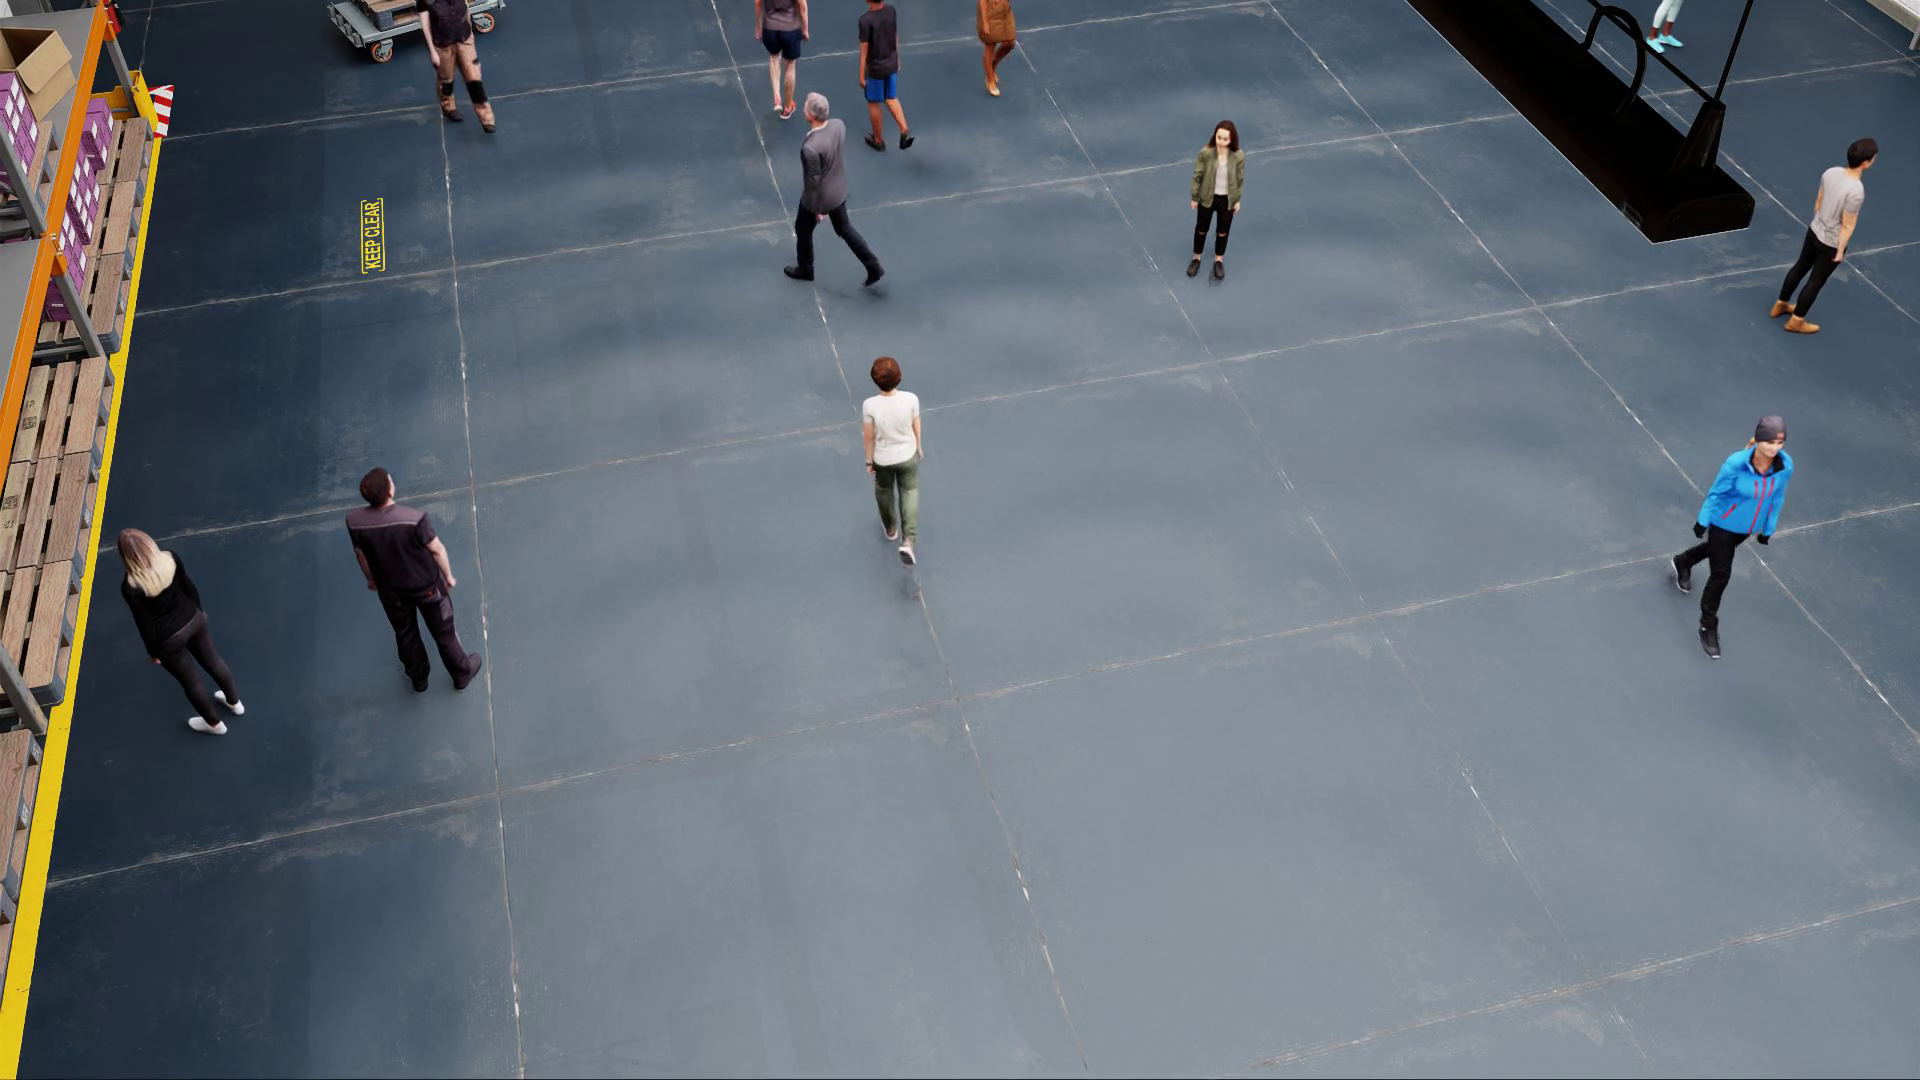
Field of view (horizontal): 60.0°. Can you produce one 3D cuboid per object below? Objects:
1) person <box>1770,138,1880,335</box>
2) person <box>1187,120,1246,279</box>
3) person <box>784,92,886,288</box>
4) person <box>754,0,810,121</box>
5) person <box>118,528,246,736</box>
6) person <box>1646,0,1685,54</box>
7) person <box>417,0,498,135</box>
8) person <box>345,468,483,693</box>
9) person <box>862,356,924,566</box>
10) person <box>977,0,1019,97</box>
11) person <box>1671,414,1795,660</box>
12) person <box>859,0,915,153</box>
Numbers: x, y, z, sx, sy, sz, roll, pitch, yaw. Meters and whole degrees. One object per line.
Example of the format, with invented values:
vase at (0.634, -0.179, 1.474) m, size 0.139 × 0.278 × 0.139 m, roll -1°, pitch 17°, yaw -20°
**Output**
person at (7.050, -2.487, 13.532) m, size 0.682 × 1.719 × 0.495 m, roll -6°, pitch 44°, yaw -6°
person at (2.188, -2.905, 14.148) m, size 0.646 × 1.475 × 0.616 m, roll 5°, pitch 44°, yaw 5°
person at (-1.060, -2.872, 13.877) m, size 1.264 × 1.801 × 1.184 m, roll 23°, pitch 48°, yaw 23°
person at (-1.736, -4.863, 15.936) m, size 0.807 × 1.844 × 0.829 m, roll 7°, pitch 44°, yaw 7°
person at (-4.864, 0.575, 10.343) m, size 0.755 × 1.685 × 0.677 m, roll 18°, pitch 47°, yaw 18°
person at (7.443, -5.869, 17.079) m, size 0.639 × 1.724 × 0.652 m, roll -30°, pitch 51°, yaw -28°
person at (-4.900, -4.794, 15.901) m, size 0.959 × 1.793 × 1.224 m, roll -31°, pitch 52°, yaw -29°
person at (-3.493, 0.268, 10.550) m, size 0.780 × 1.845 × 0.697 m, roll 1°, pitch 44°, yaw 1°
person at (-0.443, -0.529, 11.537) m, size 0.647 × 1.637 × 0.984 m, roll -6°, pitch 44°, yaw -6°
person at (0.289, -5.189, 16.401) m, size 0.674 × 1.676 × 0.733 m, roll -28°, pitch 50°, yaw -26°
person at (5.112, -0.150, 11.057) m, size 0.801 × 1.751 × 1.200 m, roll -1°, pitch 44°, yaw -1°
person at (-0.686, -4.392, 15.488) m, size 0.858 × 1.780 × 0.995 m, roll -33°, pitch 53°, yaw -30°
